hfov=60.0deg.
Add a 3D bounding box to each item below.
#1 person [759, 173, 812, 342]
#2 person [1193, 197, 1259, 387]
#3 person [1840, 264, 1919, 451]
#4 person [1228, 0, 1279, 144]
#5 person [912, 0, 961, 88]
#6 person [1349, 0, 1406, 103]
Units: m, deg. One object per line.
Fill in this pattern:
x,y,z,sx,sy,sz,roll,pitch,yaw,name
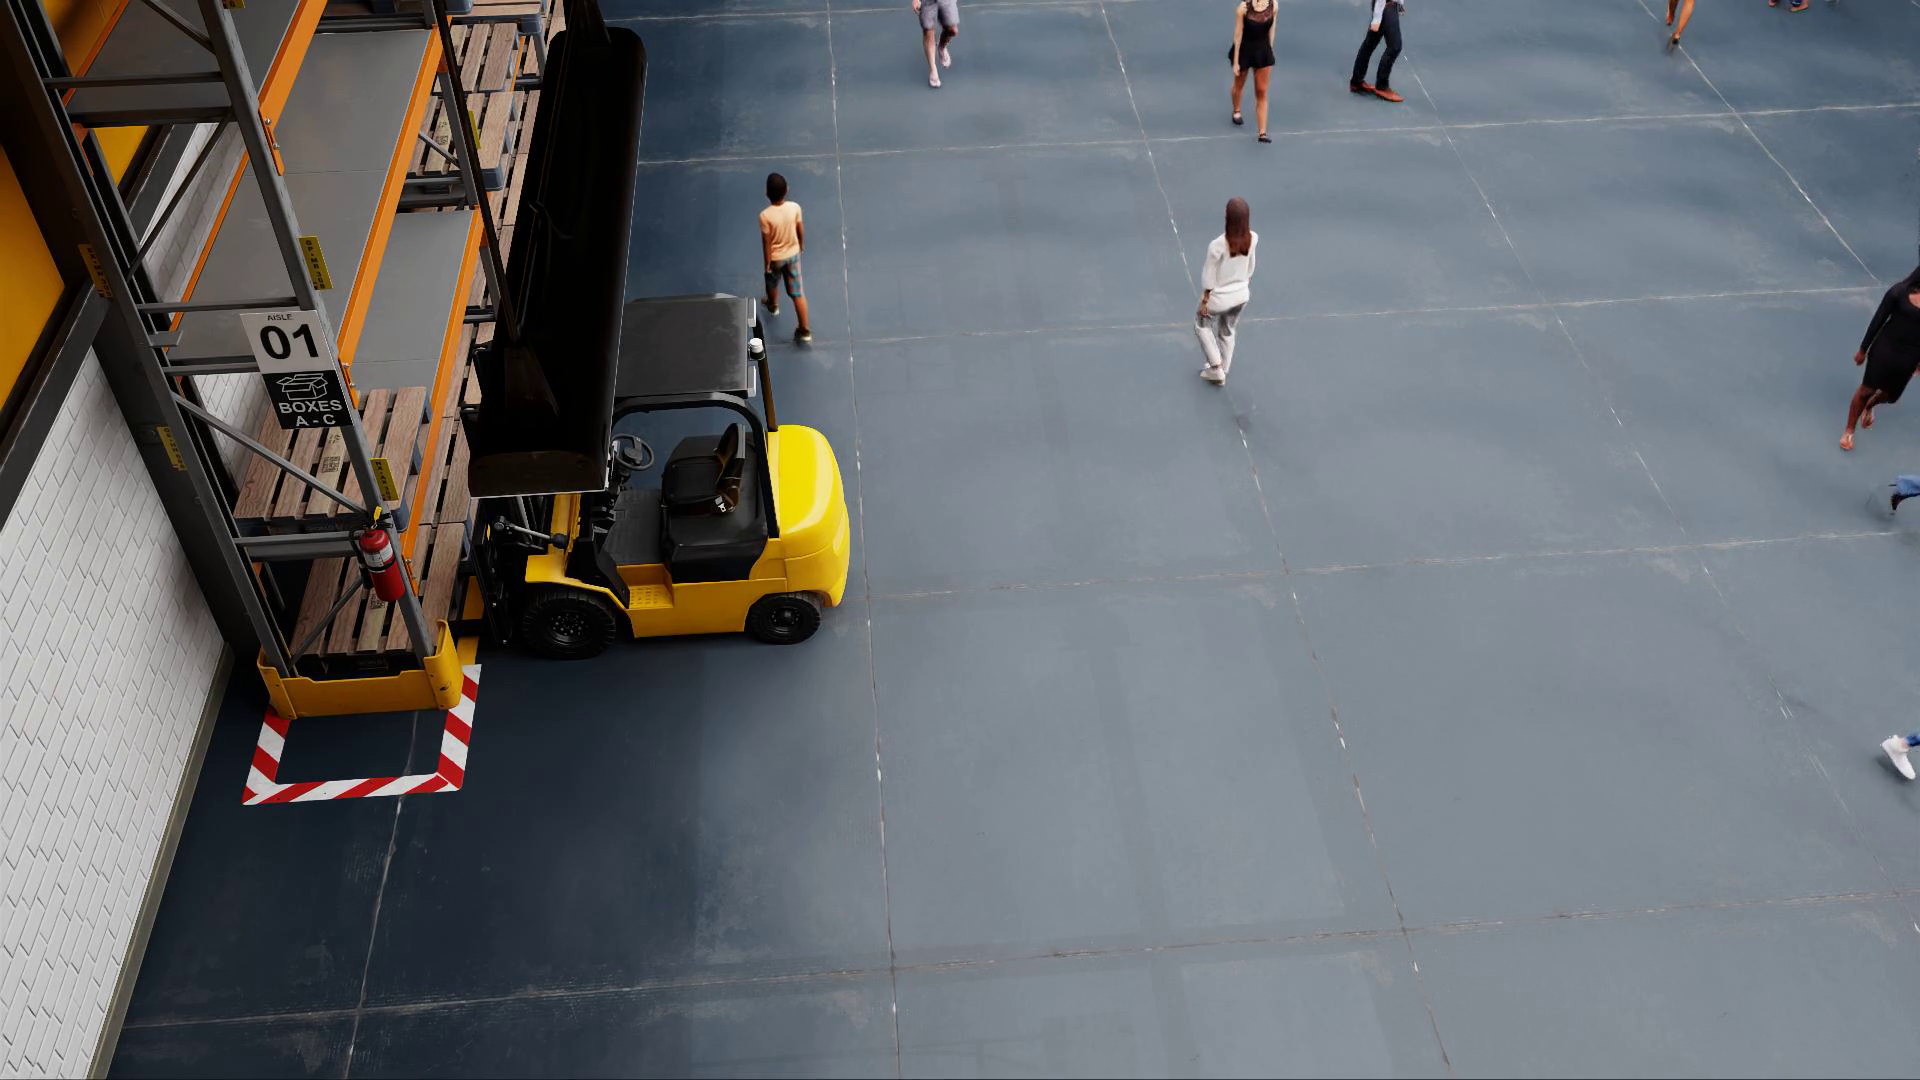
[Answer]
-1.401,-2.260,13.461,0.787,1.430,1.064,-19,47,-19,person
2.083,-1.856,12.856,0.700,1.678,0.711,-18,47,-18,person
6.975,-1.451,12.407,0.765,1.712,0.813,13,45,13,person
2.752,-4.667,15.833,0.596,1.641,1.036,-5,44,-5,person
-0.262,-5.454,16.532,0.696,1.817,0.795,-8,44,-9,person
4.072,-5.185,16.282,0.883,1.773,0.845,12,45,12,person
